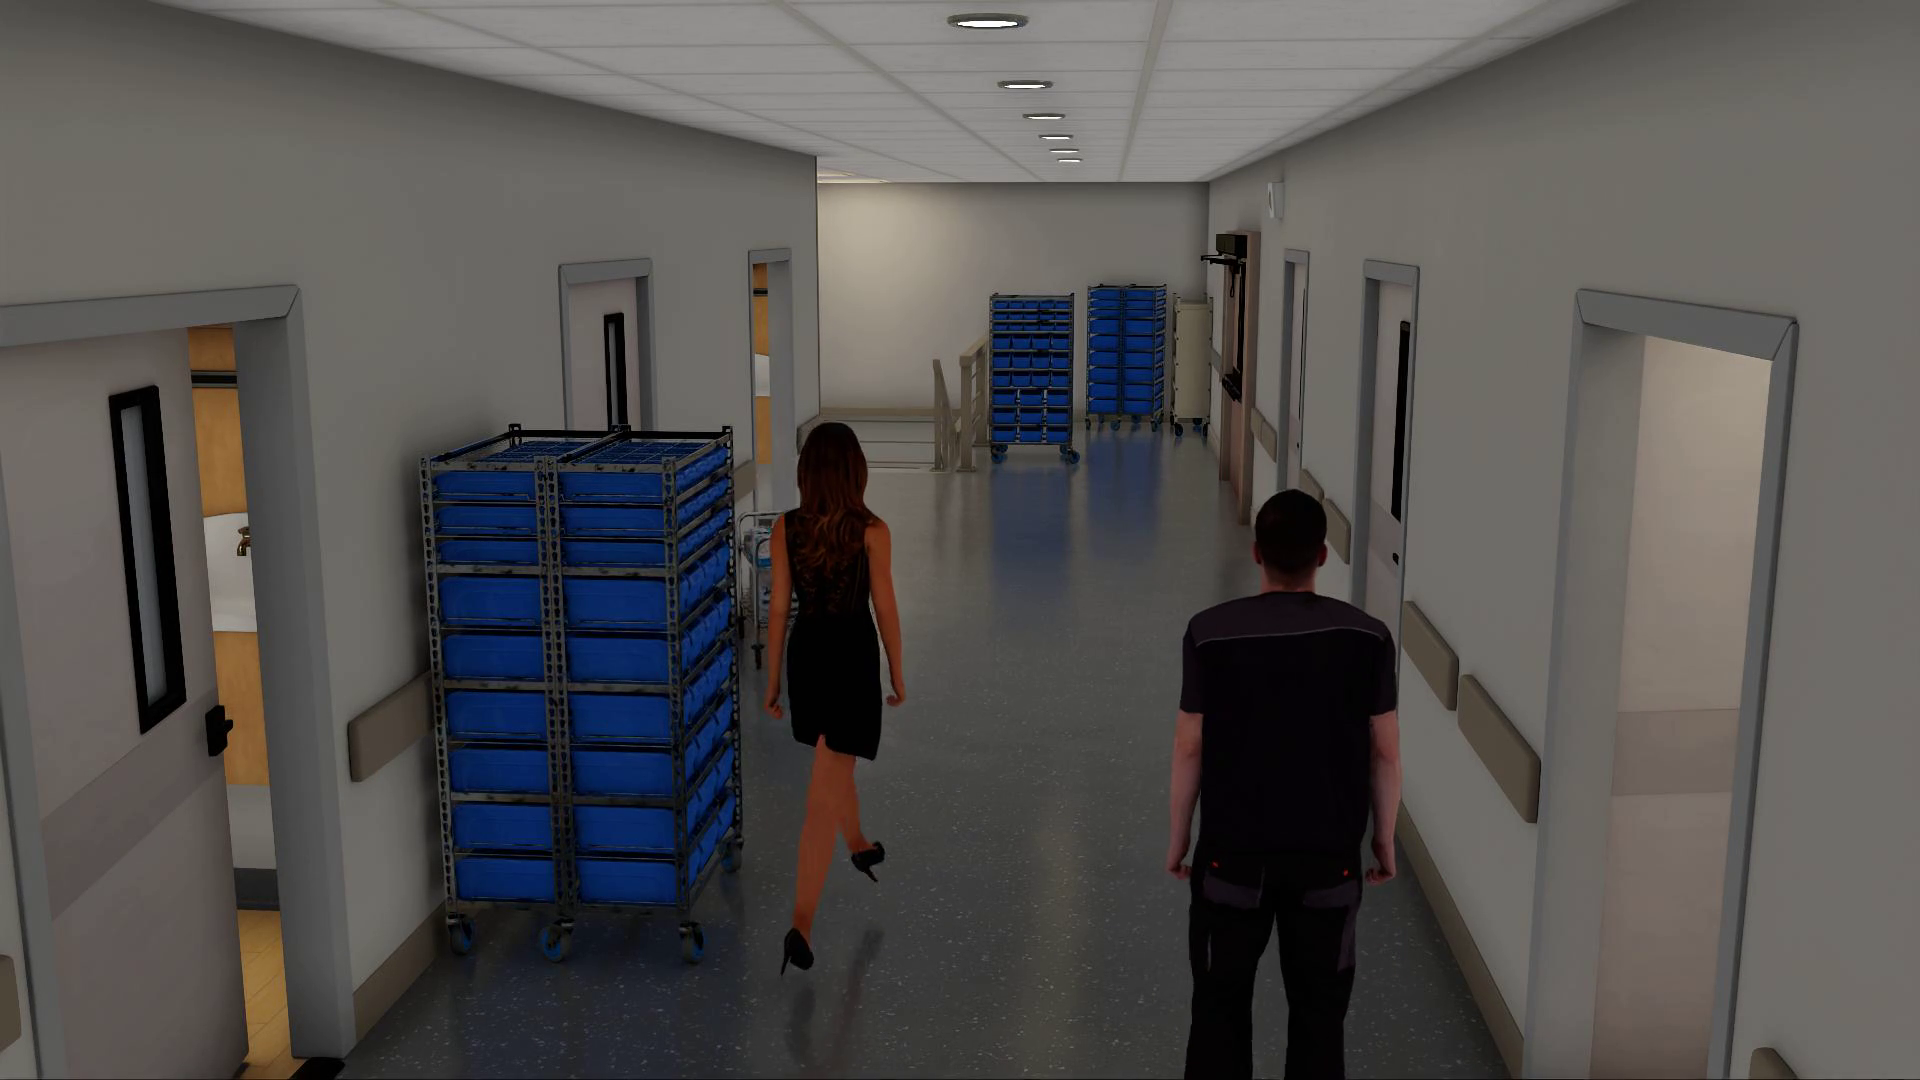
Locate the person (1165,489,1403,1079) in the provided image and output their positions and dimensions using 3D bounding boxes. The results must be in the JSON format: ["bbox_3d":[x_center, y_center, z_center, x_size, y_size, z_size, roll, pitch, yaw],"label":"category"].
[{"bbox_3d":[0.801,0.786,4.151,0.757,1.846,0.707,2,11,10],"label":"person"}]

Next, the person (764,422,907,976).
[{"bbox_3d":[-0.447,0.562,5.498,0.722,1.783,1.201,3,11,14],"label":"person"}]
